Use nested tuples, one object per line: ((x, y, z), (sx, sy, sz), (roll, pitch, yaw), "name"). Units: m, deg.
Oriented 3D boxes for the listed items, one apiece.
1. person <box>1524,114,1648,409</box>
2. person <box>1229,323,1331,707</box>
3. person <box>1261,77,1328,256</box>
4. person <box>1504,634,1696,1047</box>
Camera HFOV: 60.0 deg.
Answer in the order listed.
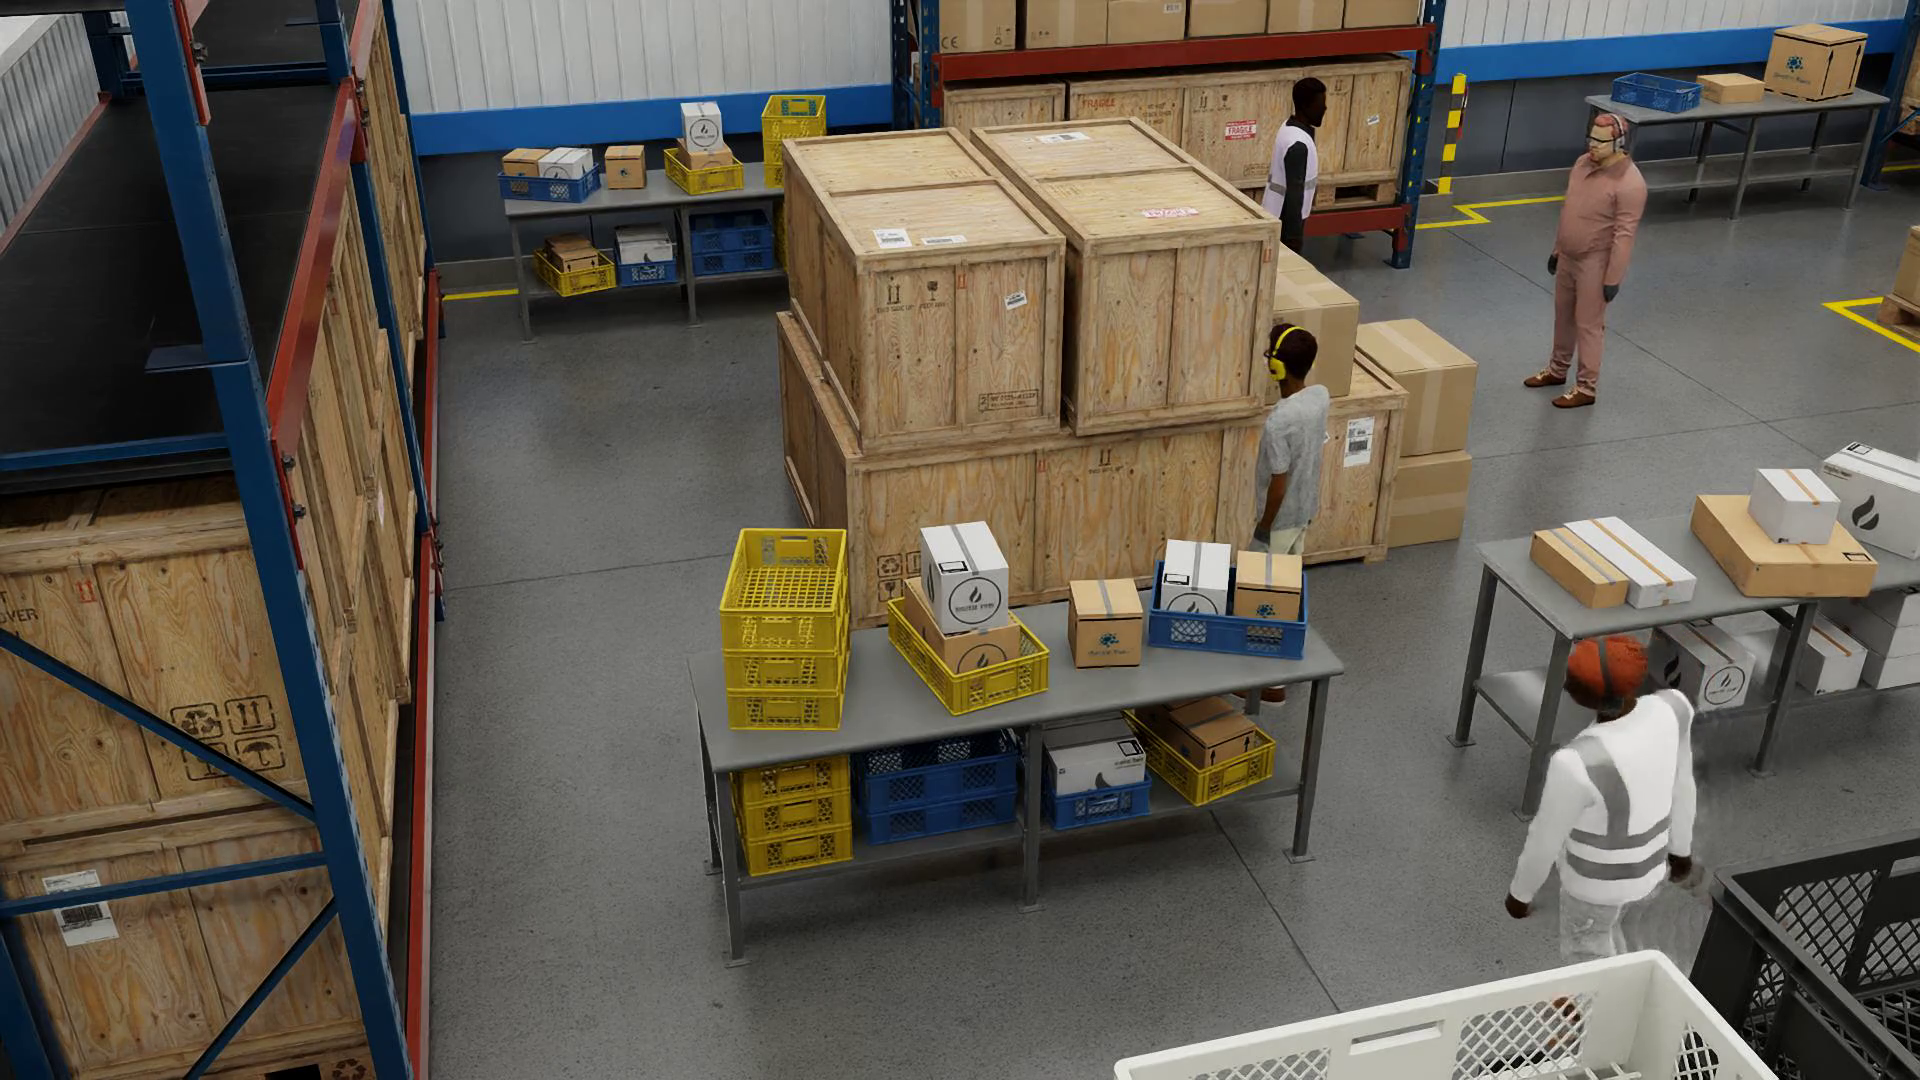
((4.010, -1.786, 10.661), (0.401, 1.900, 0.650), (-7, 30, -12), "person")
((1.467, -0.098, 7.626), (0.319, 1.865, 0.521), (20, 34, 31), "person")
((2.247, -2.203, 11.393), (0.373, 1.917, 0.595), (2, 29, 4), "person")
((2.110, 1.079, 5.514), (0.659, 1.835, 0.493), (-19, 34, -31), "person")
